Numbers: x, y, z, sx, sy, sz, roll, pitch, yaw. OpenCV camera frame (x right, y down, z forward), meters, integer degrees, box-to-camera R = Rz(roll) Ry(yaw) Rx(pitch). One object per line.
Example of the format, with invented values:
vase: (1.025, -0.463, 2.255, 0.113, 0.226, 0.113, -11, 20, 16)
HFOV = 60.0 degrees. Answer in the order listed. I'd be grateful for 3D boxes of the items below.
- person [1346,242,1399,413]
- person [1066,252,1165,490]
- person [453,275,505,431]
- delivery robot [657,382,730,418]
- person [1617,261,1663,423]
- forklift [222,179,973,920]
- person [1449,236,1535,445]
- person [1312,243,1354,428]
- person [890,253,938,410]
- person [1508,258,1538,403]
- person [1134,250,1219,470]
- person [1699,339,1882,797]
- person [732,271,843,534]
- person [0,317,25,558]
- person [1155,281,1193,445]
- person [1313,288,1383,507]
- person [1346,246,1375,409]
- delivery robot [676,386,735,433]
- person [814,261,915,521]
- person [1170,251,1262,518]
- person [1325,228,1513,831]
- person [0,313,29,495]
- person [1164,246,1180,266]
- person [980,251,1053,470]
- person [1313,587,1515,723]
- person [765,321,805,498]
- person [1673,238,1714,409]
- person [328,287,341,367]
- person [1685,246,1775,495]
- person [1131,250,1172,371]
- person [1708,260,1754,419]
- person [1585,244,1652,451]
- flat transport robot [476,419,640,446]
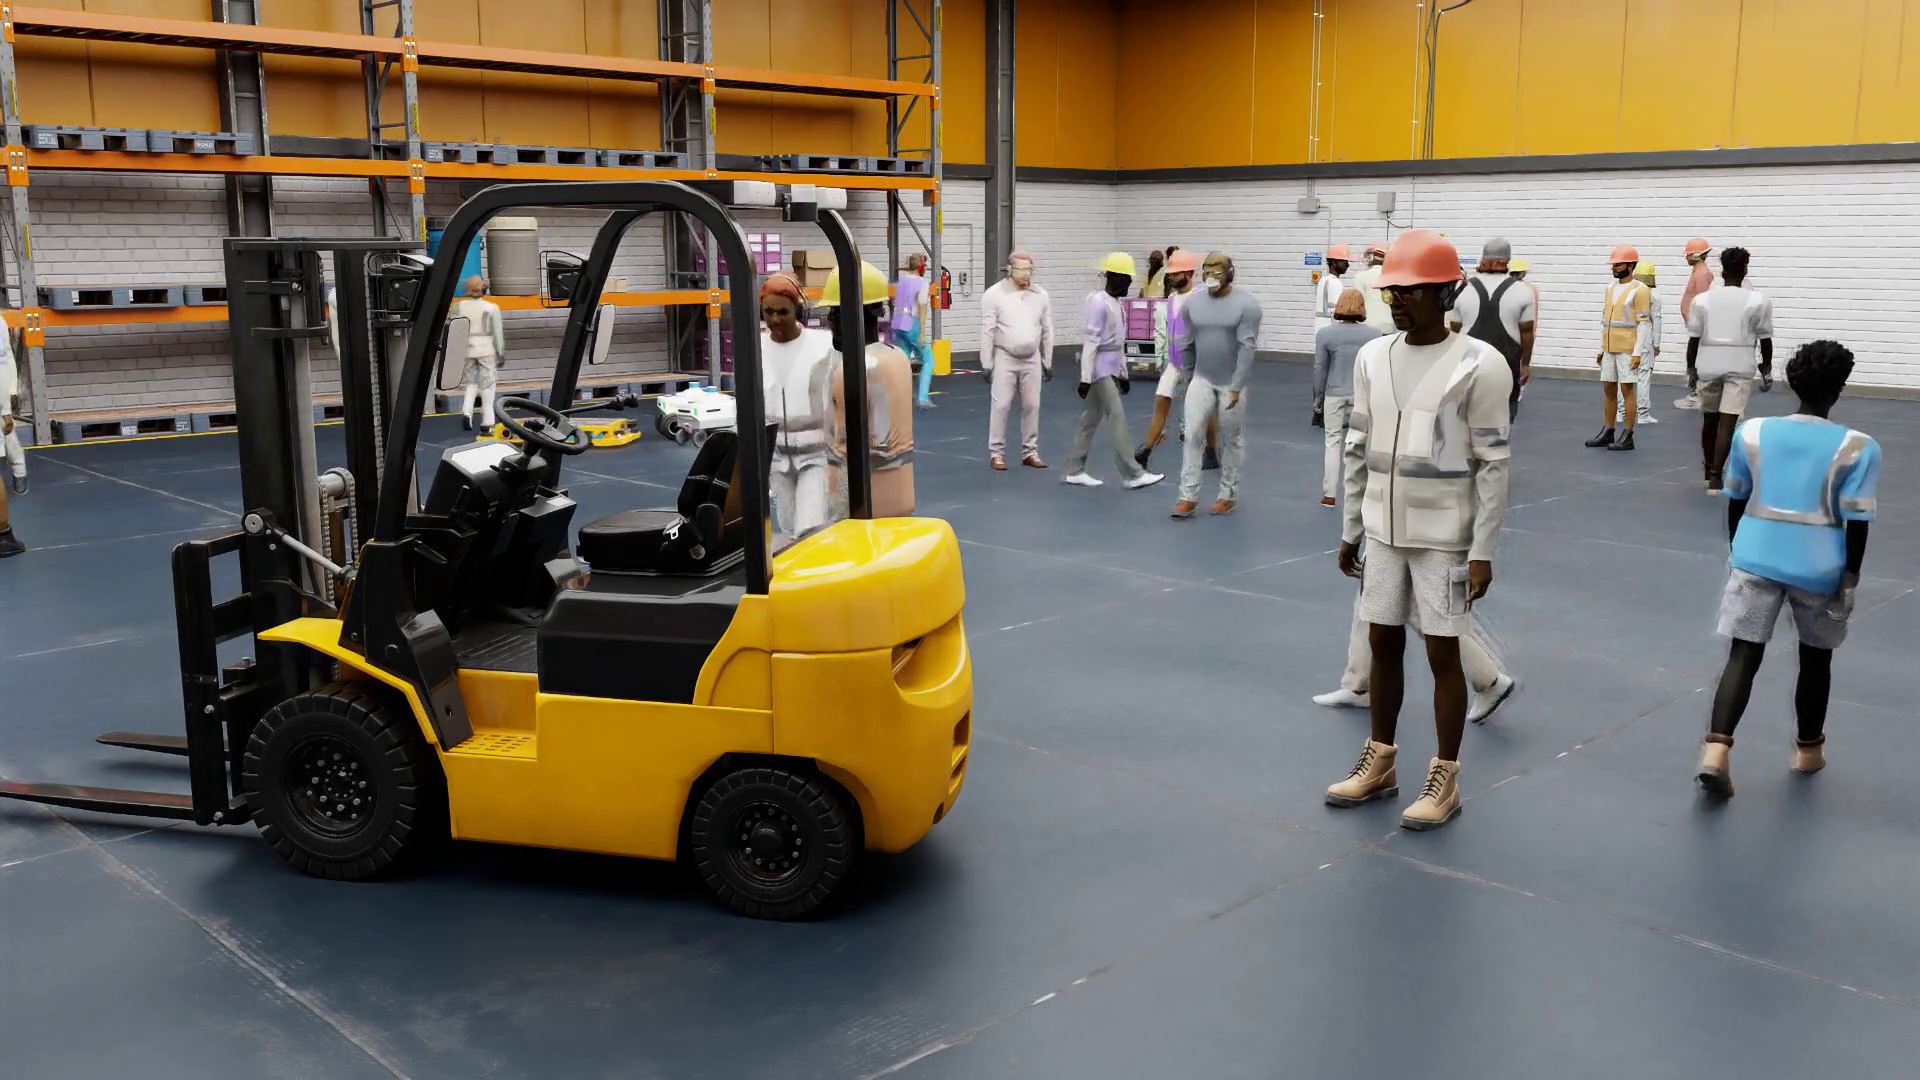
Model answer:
person: (4.664, -2.362, 18.675, 0.633, 1.948, 0.511, -2, 11, -10)
person: (1.260, -1.337, 13.271, 0.926, 1.875, 0.609, 3, 11, 17)
person: (-4.868, -1.866, 16.853, 0.539, 1.626, 0.397, 2, 11, 10)
delivery robot: (-2.655, -1.338, 16.642, 0.707, 0.478, 0.477, -3, 11, -18)
person: (7.348, -2.131, 17.978, 0.295, 1.745, 0.486, -8, 13, -38)
forklift: (-1.114, -0.058, 5.440, 2.313, 2.155, 1.214, 2, 11, 13)
person: (4.423, -1.530, 13.885, 0.685, 2.000, 0.658, 5, 11, 24)
person: (3.932, -2.148, 17.555, 0.376, 1.933, 0.545, -1, 10, -3)
person: (-0.500, -2.379, 19.133, 0.679, 1.812, 0.645, -8, 13, -36)
person: (6.610, -2.491, 19.928, 0.547, 1.733, 0.800, 8, 13, 35)
person: (1.847, -1.510, 14.194, 1.011, 1.881, 0.555, -7, 12, -33)
person: (2.990, 0.106, 6.015, 0.541, 1.661, 0.853, 9, 14, 41)
person: (-0.793, -0.328, 7.835, 0.596, 1.850, 0.736, 3, 11, 18)
person: (-6.216, -0.837, 10.386, 0.546, 1.939, 0.375, -3, 11, -16)
person: (2.129, -1.742, 16.154, 0.499, 1.632, 0.285, -2, 11, -11)
person: (2.880, -1.050, 12.381, 0.501, 1.633, 0.285, 2, 11, 12)
person: (4.848, -2.404, 19.097, 0.707, 1.904, 0.649, 3, 11, 15)
delivery robot: (-2.407, -1.249, 16.152, 0.477, 0.478, 0.707, 9, 14, 41)
person: (-0.380, -0.113, 6.470, 0.381, 1.925, 0.643, 3, 11, 16)
person: (1.794, -1.082, 11.807, 0.628, 1.904, 0.839, 6, 12, 29)
person: (1.547, -0.027, 5.685, 0.394, 2.041, 0.612, -9, 13, -39)
person: (-7.442, -1.166, 12.615, 0.618, 1.788, 0.862, -1, 10, -8)
person: (3.347, -3.759, 26.565, 0.436, 1.858, 0.514, -8, 13, -36)
person: (0.498, -1.547, 14.401, 0.668, 1.895, 0.398, -4, 11, -21)
person: (1.919, -0.036, 6.918, 0.780, 1.610, 0.511, 3, 11, 17)
person: (-1.332, -1.105, 12.667, 0.310, 1.638, 0.523, -8, 13, -37)
person: (8.598, -2.530, 19.470, 0.394, 1.990, 0.618, 4, 11, 23)
person: (-4.936, -1.485, 13.924, 0.630, 1.940, 0.372, 2, 11, 11)
person: (6.120, -1.345, 13.191, 0.608, 1.927, 0.903, 9, 14, 40)
person: (2.852, -3.386, 24.683, 0.430, 1.811, 0.838, -8, 13, -36)
person: (8.450, -2.227, 18.232, 0.633, 1.841, 0.429, -6, 12, -30)
person: (6.225, -1.814, 15.715, 0.356, 1.936, 0.551, -4, 11, -21)
flat transport robot: (-3.881, -1.052, 16.112, 1.431, 0.197, 0.652, 0, 10, 3)
